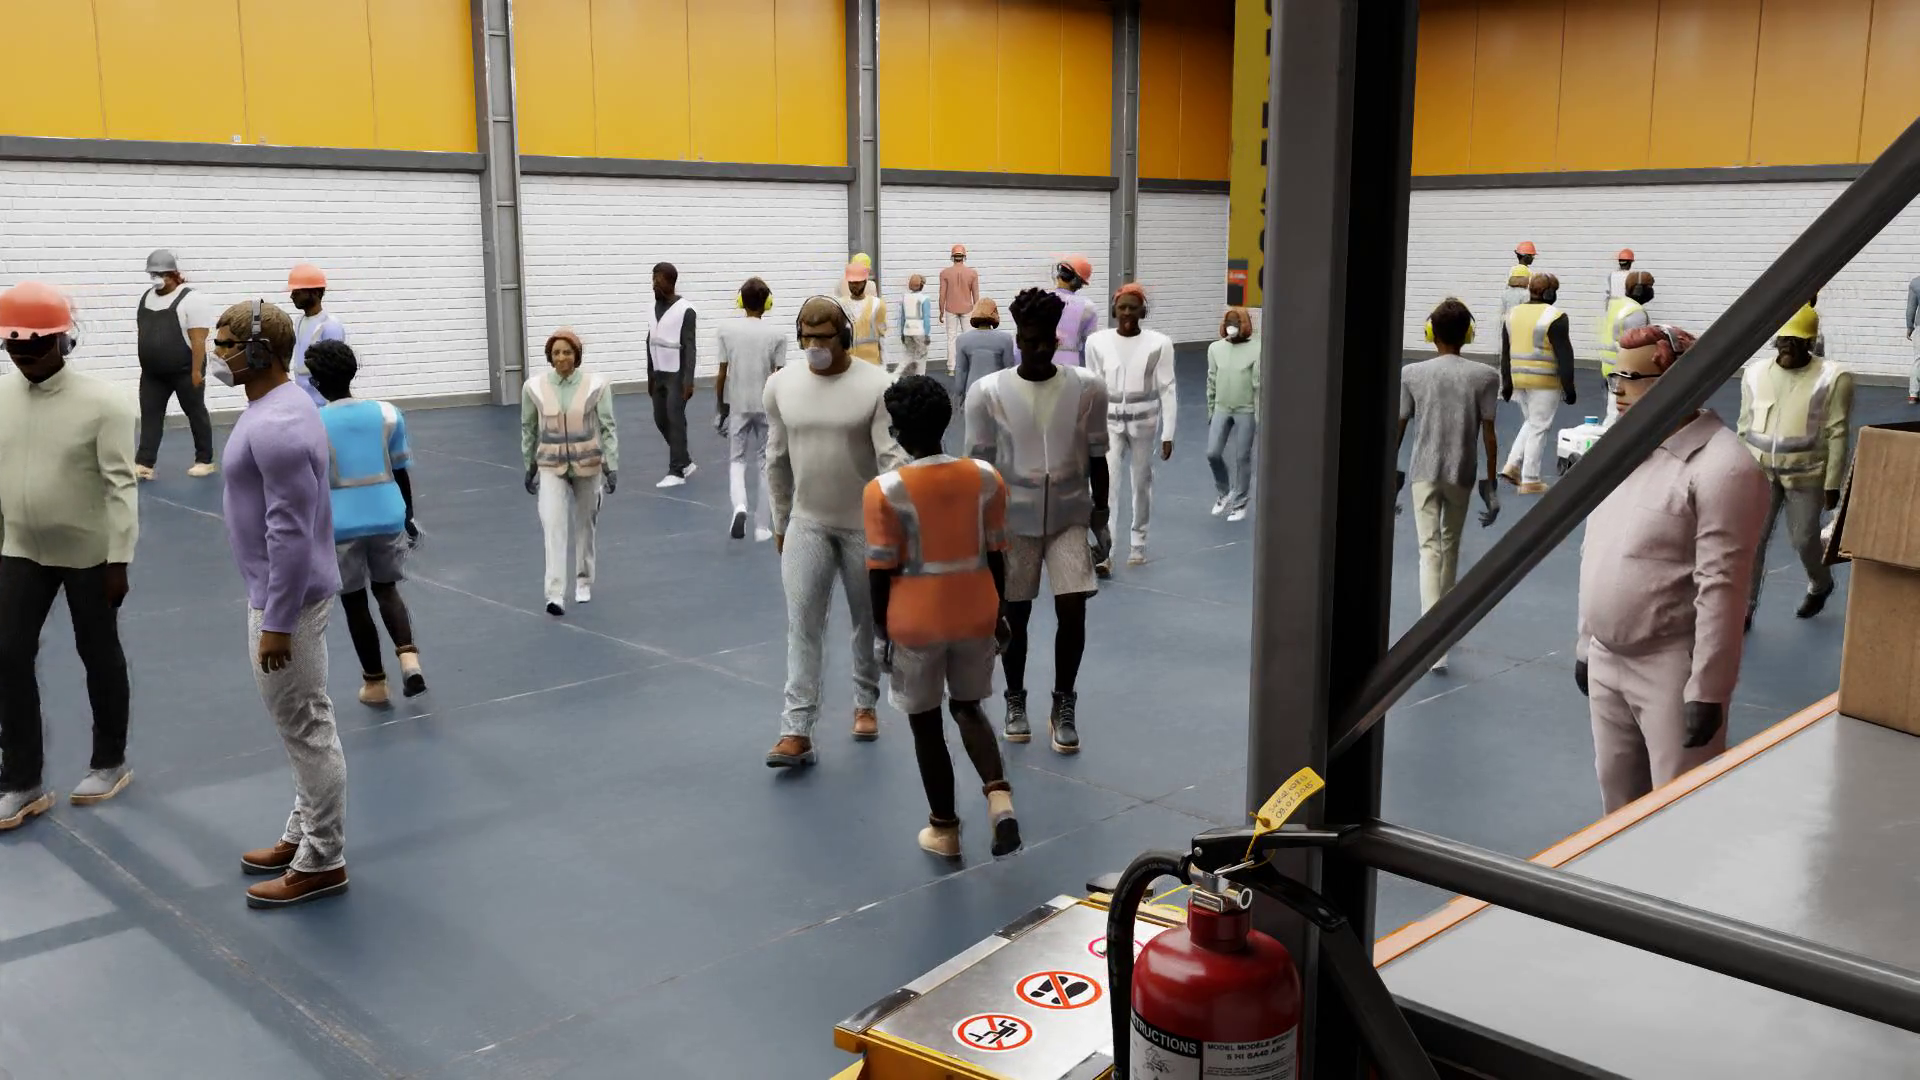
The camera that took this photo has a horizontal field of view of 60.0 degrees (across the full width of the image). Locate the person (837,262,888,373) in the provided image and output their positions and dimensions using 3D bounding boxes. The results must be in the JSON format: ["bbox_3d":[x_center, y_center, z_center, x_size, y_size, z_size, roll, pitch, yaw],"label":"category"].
[{"bbox_3d":[-0.993,-1.730,16.018,0.573,1.879,1.023,0,10,3],"label":"person"}]

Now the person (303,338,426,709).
[{"bbox_3d":[-2.689,-0.058,7.422,0.551,1.676,0.364,-9,14,-42],"label":"person"}]

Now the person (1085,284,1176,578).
[{"bbox_3d":[1.066,-0.690,10.495,0.600,1.822,0.994,2,11,12],"label":"person"}]

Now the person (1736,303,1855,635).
[{"bbox_3d":[4.500,-0.388,8.960,0.820,1.798,0.590,-10,14,-43],"label":"person"}]

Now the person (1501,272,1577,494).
[{"bbox_3d":[4.785,-1.283,13.729,0.449,1.828,0.629,-4,11,-21],"label":"person"}]

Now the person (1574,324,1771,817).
[{"bbox_3d":[1.943,0.342,4.705,0.405,1.895,0.662,-3,11,-14],"label":"person"}]

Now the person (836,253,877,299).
[{"bbox_3d":[-1.311,-2.799,21.795,0.594,1.895,0.583,7,12,33],"label":"person"}]

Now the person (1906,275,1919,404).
[{"bbox_3d":[12.259,-2.664,20.948,0.352,1.937,0.635,-10,14,-43],"label":"person"}]

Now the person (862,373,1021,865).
[{"bbox_3d":[-0.053,0.290,5.519,0.544,1.676,0.440,-5,12,-27],"label":"person"}]

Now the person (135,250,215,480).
[{"bbox_3d":[-6.940,-1.534,14.509,0.697,2.000,0.934,2,11,11],"label":"person"}]

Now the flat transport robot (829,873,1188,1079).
[{"bbox_3d":[0.293,1.222,4.311,0.652,0.197,1.431,7,13,35],"label":"flat transport robot"}]

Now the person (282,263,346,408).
[{"bbox_3d":[-4.554,-0.978,11.761,0.553,1.935,0.365,9,14,40],"label":"person"}]

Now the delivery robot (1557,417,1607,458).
[{"bbox_3d":[5.483,-0.831,14.473,0.477,0.478,0.707,0,10,0],"label":"delivery robot"}]

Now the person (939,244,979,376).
[{"bbox_3d":[-0.018,-3.489,25.297,0.622,1.990,0.397,-1,10,-7],"label":"person"}]

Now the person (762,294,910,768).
[{"bbox_3d":[-0.510,-0.034,6.727,0.658,1.885,0.965,2,11,12],"label":"person"}]

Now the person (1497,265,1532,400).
[{"bbox_3d":[7.228,-2.686,21.607,0.302,1.741,0.494,-5,12,-25],"label":"person"}]

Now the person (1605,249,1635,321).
[{"bbox_3d":[10.140,-3.460,25.363,0.796,1.907,0.571,-8,13,-37],"label":"person"}]

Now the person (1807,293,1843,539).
[{"bbox_3d":[5.882,-0.902,11.701,1.014,1.818,0.516,1,10,6],"label":"person"}]

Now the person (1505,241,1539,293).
[{"bbox_3d":[8.163,-3.311,24.192,0.396,2.042,0.611,-2,11,-9],"label":"person"}]

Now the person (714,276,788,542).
[{"bbox_3d":[-1.434,-0.882,11.459,0.542,1.854,0.527,0,10,-1],"label":"person"}]

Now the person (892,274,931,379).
[{"bbox_3d":[-0.636,-2.752,22.305,0.522,1.623,0.526,9,14,41],"label":"person"}]

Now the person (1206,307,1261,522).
[{"bbox_3d":[2.048,-0.938,12.399,0.499,1.622,0.356,6,12,30],"label":"person"}]

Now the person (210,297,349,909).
[{"bbox_3d":[-2.177,0.200,5.335,0.373,1.940,0.629,-4,11,-23],"label":"person"}]

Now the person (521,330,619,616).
[{"bbox_3d":[-2.200,-0.378,9.394,0.543,1.588,0.845,-2,11,-9],"label":"person"}]

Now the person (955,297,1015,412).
[{"bbox_3d":[0.210,-1.158,13.570,0.499,1.633,0.283,2,11,13],"label":"person"}]

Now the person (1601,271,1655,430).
[{"bbox_3d":[5.920,-1.432,14.569,0.688,1.823,0.644,2,11,12],"label":"person"}]

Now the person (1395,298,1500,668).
[{"bbox_3d":[2.427,-0.303,8.403,0.543,1.823,1.003,2,11,10],"label":"person"}]

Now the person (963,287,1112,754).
[{"bbox_3d":[0.326,-0.070,6.867,0.635,1.923,0.619,-1,10,-5],"label":"person"}]

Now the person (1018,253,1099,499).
[{"bbox_3d":[0.803,-1.288,13.336,0.743,1.988,0.429,-3,11,-14],"label":"person"}]

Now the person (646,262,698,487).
[{"bbox_3d":[-2.470,-1.407,14.243,0.604,1.939,0.477,9,14,41],"label":"person"}]

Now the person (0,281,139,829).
[{"bbox_3d":[-3.298,0.060,6.013,0.635,1.961,0.802,0,10,1],"label":"person"}]
